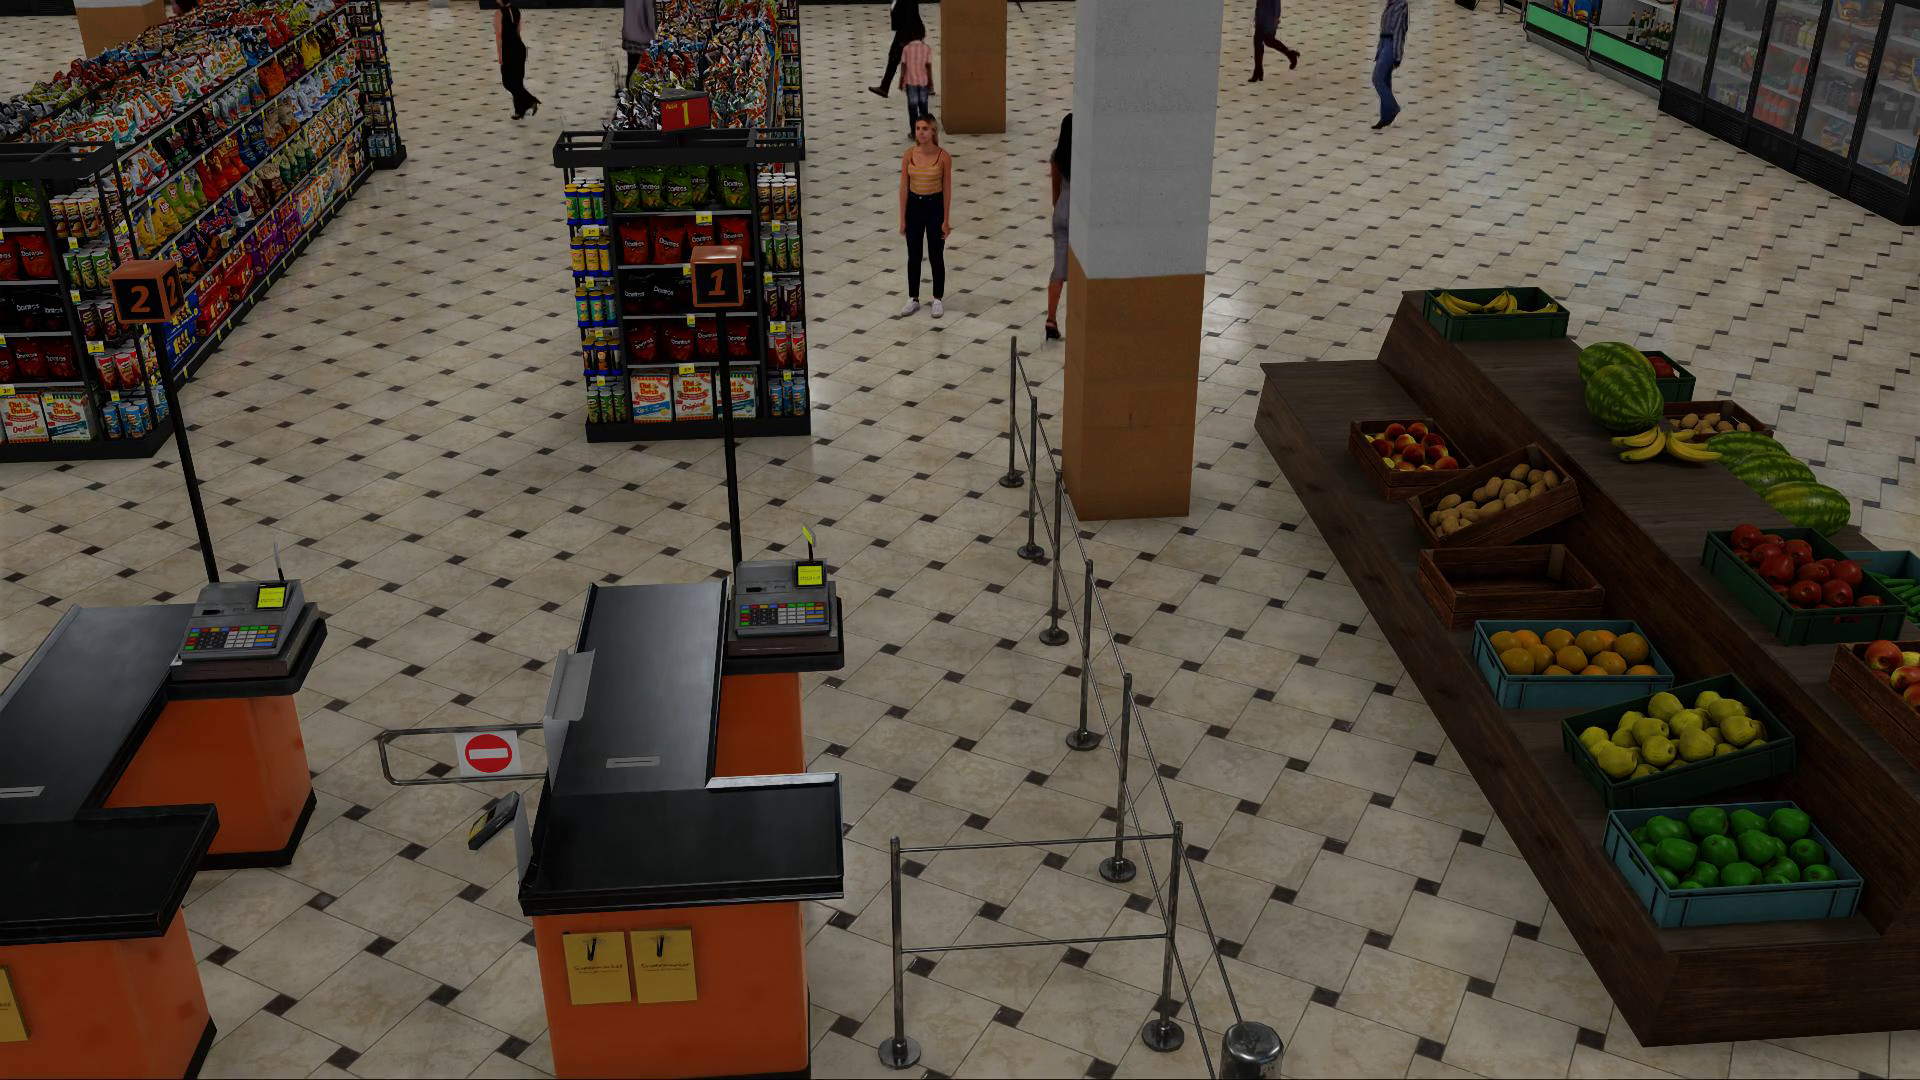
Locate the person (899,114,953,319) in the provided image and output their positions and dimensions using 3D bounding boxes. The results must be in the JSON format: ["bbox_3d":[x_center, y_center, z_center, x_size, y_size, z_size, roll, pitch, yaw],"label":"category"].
[{"bbox_3d":[-0.274,-2.612,13.385,0.634,1.629,0.618,6,28,12],"label":"person"}]

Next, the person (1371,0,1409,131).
[{"bbox_3d":[5.027,-5.596,19.101,0.713,1.781,0.547,-2,27,-4],"label":"person"}]

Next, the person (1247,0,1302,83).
[{"bbox_3d":[4.078,-6.784,21.545,0.811,1.689,0.906,-7,28,-14],"label":"person"}]

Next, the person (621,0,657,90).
[{"bbox_3d":[-3.869,-5.947,19.822,0.856,1.755,0.871,12,29,22],"label":"person"}]

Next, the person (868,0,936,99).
[{"bbox_3d":[-0.567,-6.249,20.623,0.928,1.568,1.106,-10,29,-19],"label":"person"}]

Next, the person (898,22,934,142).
[{"bbox_3d":[-0.476,-5.155,18.764,0.546,1.298,0.539,-6,28,-12],"label":"person"}]

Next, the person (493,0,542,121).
[{"bbox_3d":[-5.186,-5.688,19.497,0.859,1.587,0.836,13,30,25],"label":"person"}]
